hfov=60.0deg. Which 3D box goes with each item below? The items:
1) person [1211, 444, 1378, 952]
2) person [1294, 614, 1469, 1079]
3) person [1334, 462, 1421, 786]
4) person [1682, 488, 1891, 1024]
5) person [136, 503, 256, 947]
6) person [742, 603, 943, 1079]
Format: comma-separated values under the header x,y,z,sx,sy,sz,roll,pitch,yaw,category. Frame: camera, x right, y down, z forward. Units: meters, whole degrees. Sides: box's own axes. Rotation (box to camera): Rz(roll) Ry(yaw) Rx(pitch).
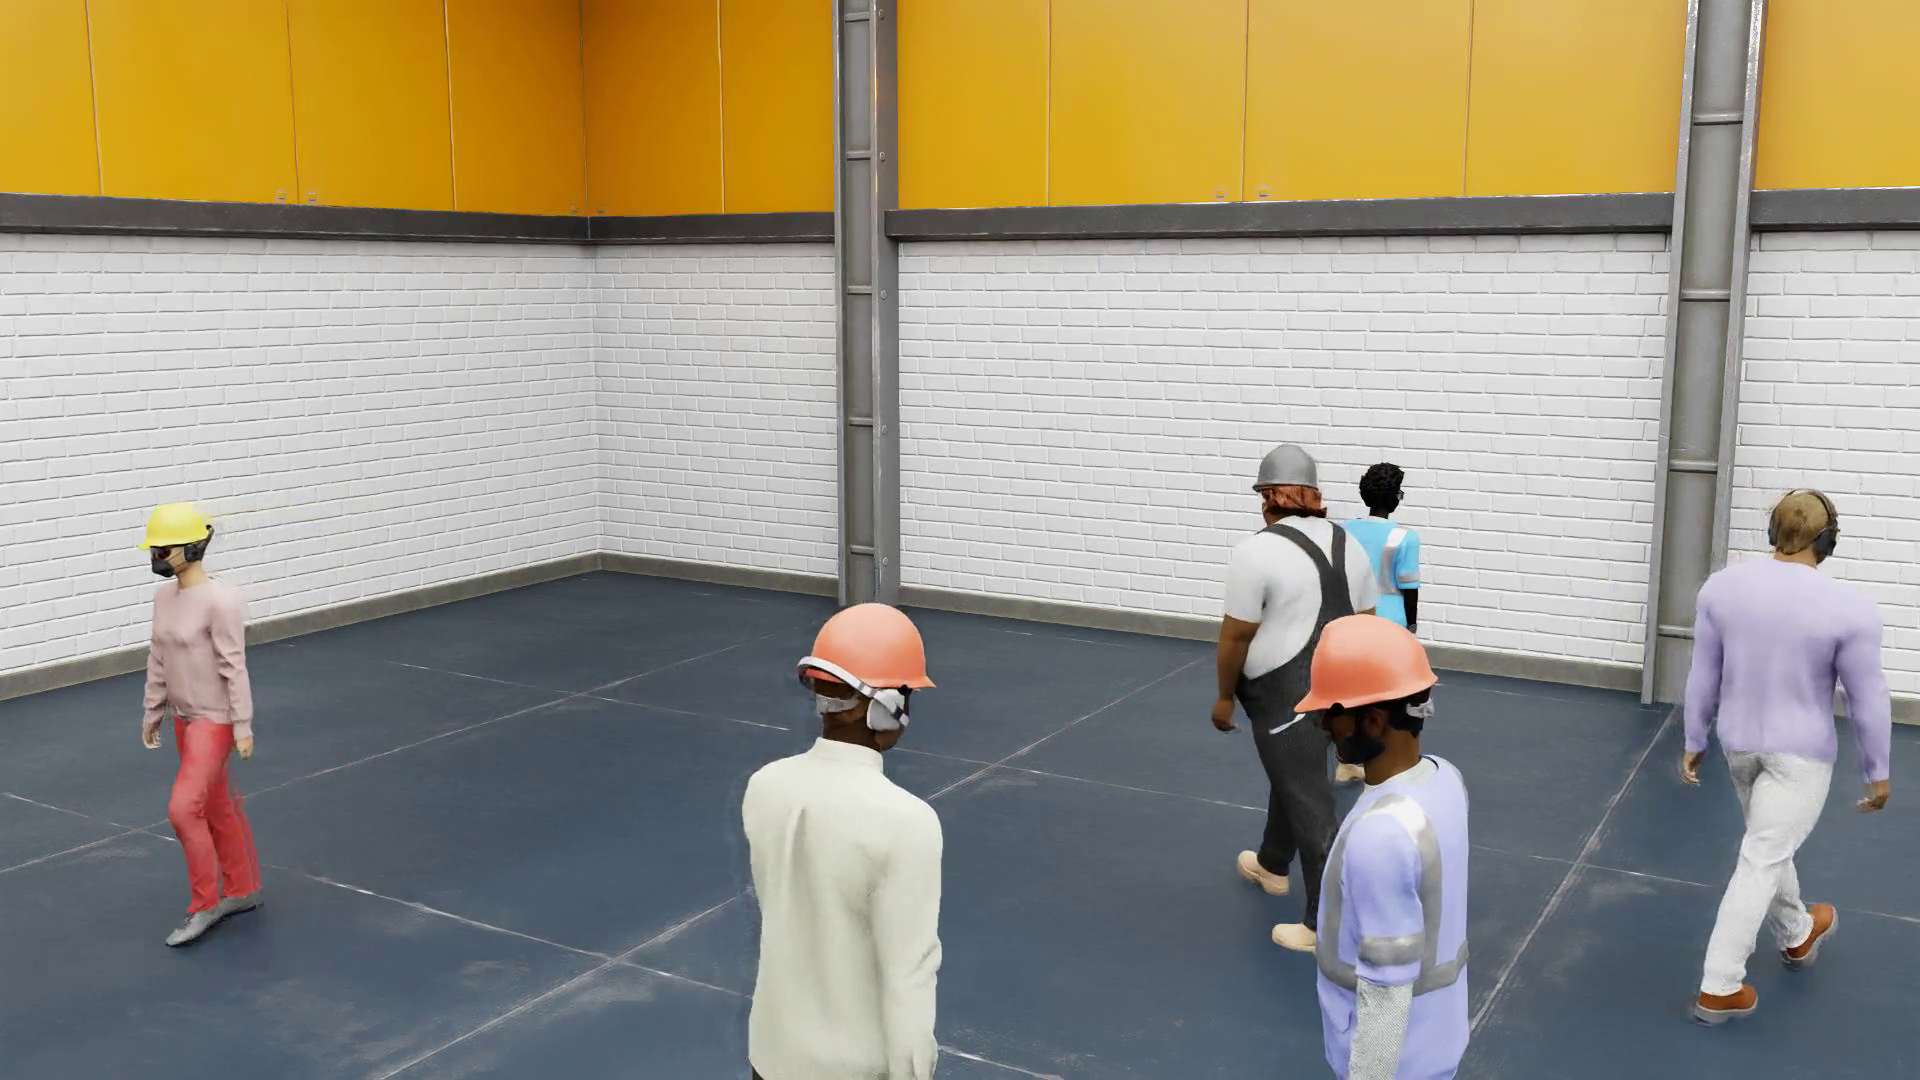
x,y,z,sx,sy,sz,roll,pitch,yaw,category
1.369,0.558,6.735,0.716,2.000,0.916,-7,12,-38,person
0.902,1.112,3.636,0.383,1.927,0.543,5,10,27,person
2.111,0.451,8.471,0.322,1.697,0.535,-7,12,-38,person
3.015,0.751,6.003,1.024,1.880,0.657,-6,11,-33,person
-3.086,0.726,6.595,0.543,1.745,0.599,7,11,37,person
-0.181,1.100,3.679,0.627,1.930,1.045,9,12,43,person
